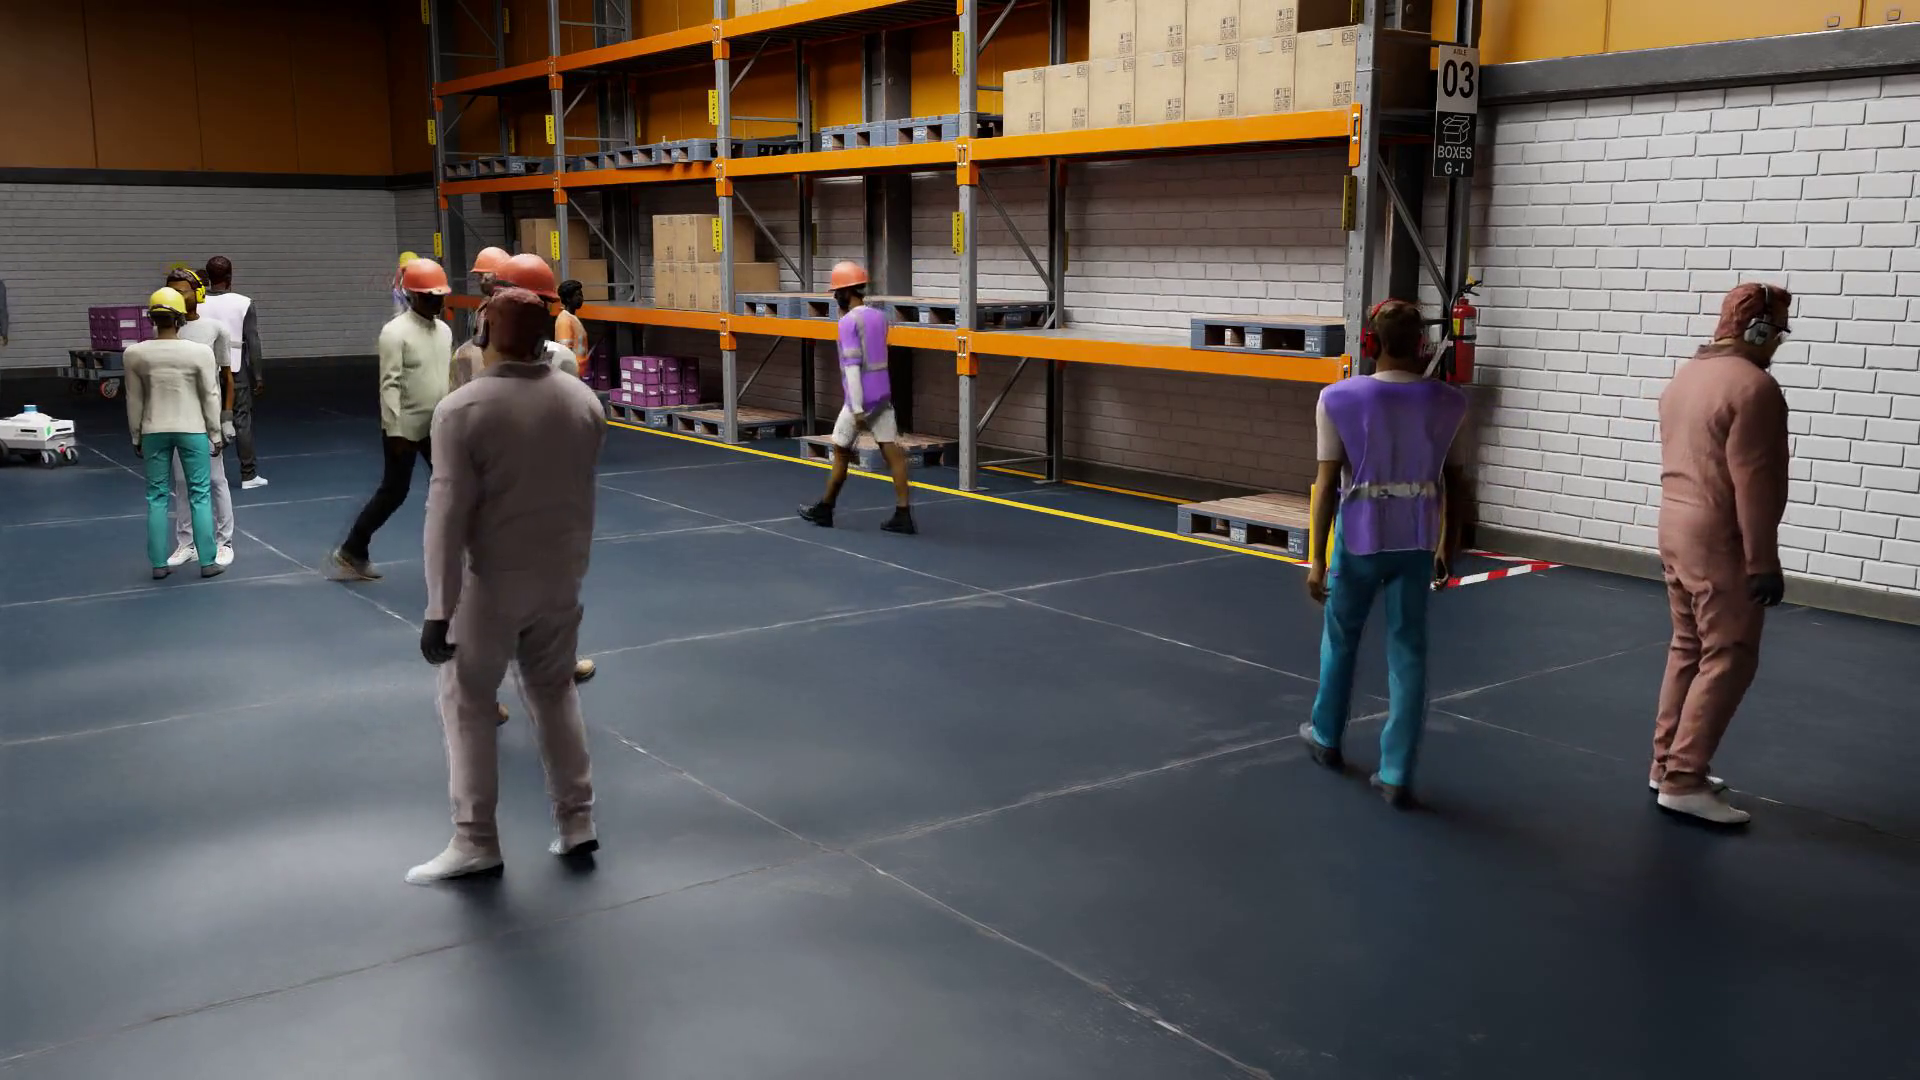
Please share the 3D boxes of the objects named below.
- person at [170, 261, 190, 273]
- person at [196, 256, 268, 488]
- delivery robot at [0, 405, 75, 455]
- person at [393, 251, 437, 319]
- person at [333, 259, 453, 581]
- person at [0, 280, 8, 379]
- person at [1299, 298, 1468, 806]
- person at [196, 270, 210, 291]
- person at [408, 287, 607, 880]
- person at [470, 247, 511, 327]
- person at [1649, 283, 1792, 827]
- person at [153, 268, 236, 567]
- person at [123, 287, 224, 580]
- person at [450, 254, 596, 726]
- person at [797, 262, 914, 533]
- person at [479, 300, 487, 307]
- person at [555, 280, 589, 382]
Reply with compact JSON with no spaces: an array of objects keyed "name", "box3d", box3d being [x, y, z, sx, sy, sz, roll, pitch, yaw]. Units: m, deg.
[{"name":"person","box3d":[-10.918,-3.000,23.249,0.938,1.782,0.597,0,10,-3]},{"name":"person","box3d":[-6.063,-1.371,13.711,0.595,1.917,0.373,-1,10,-4]},{"name":"delivery robot","box3d":[-8.425,-0.984,15.101,0.707,0.478,0.477,3,10,15]},{"name":"person","box3d":[-6.261,-2.339,19.107,0.362,1.928,0.587,6,12,30]},{"name":"person","box3d":[-3.263,-0.684,9.830,1.003,1.943,0.669,4,11,21]},{"name":"person","box3d":[-11.837,-2.514,20.103,0.633,1.926,0.430,-3,10,-15]},{"name":"person","box3d":[1.546,0.016,6.219,0.604,1.809,0.861,-1,10,-4]},{"name":"person","box3d":[-11.369,-3.242,25.007,0.272,1.629,0.502,-6,12,-31]},{"name":"person","box3d":[-1.444,0.160,5.332,0.485,1.896,0.758,8,13,37]},{"name":"person","box3d":[-3.163,-1.012,11.485,0.381,1.994,0.621,2,10,10]},{"name":"person","box3d":[2.655,0.040,5.908,0.468,1.886,0.688,0,10,-1]},{"name":"person","box3d":[-4.806,-0.755,10.426,0.510,1.862,0.328,0,10,-2]},{"name":"person","box3d":[-4.743,-0.638,10.060,0.526,1.760,0.341,-2,10,-10]},{"name":"person","box3d":[-1.906,-0.227,7.146,0.613,1.989,1.053,4,11,23]},{"name":"person","box3d":[-0.726,-0.997,11.701,1.005,1.875,0.605,7,12,34]},{"name":"person","box3d":[-5.429,-2.278,19.617,0.286,1.626,0.493,10,14,44]},{"name":"person","box3d":[-3.522,-1.508,15.096,0.316,1.695,0.540,-1,10,-5]}]
